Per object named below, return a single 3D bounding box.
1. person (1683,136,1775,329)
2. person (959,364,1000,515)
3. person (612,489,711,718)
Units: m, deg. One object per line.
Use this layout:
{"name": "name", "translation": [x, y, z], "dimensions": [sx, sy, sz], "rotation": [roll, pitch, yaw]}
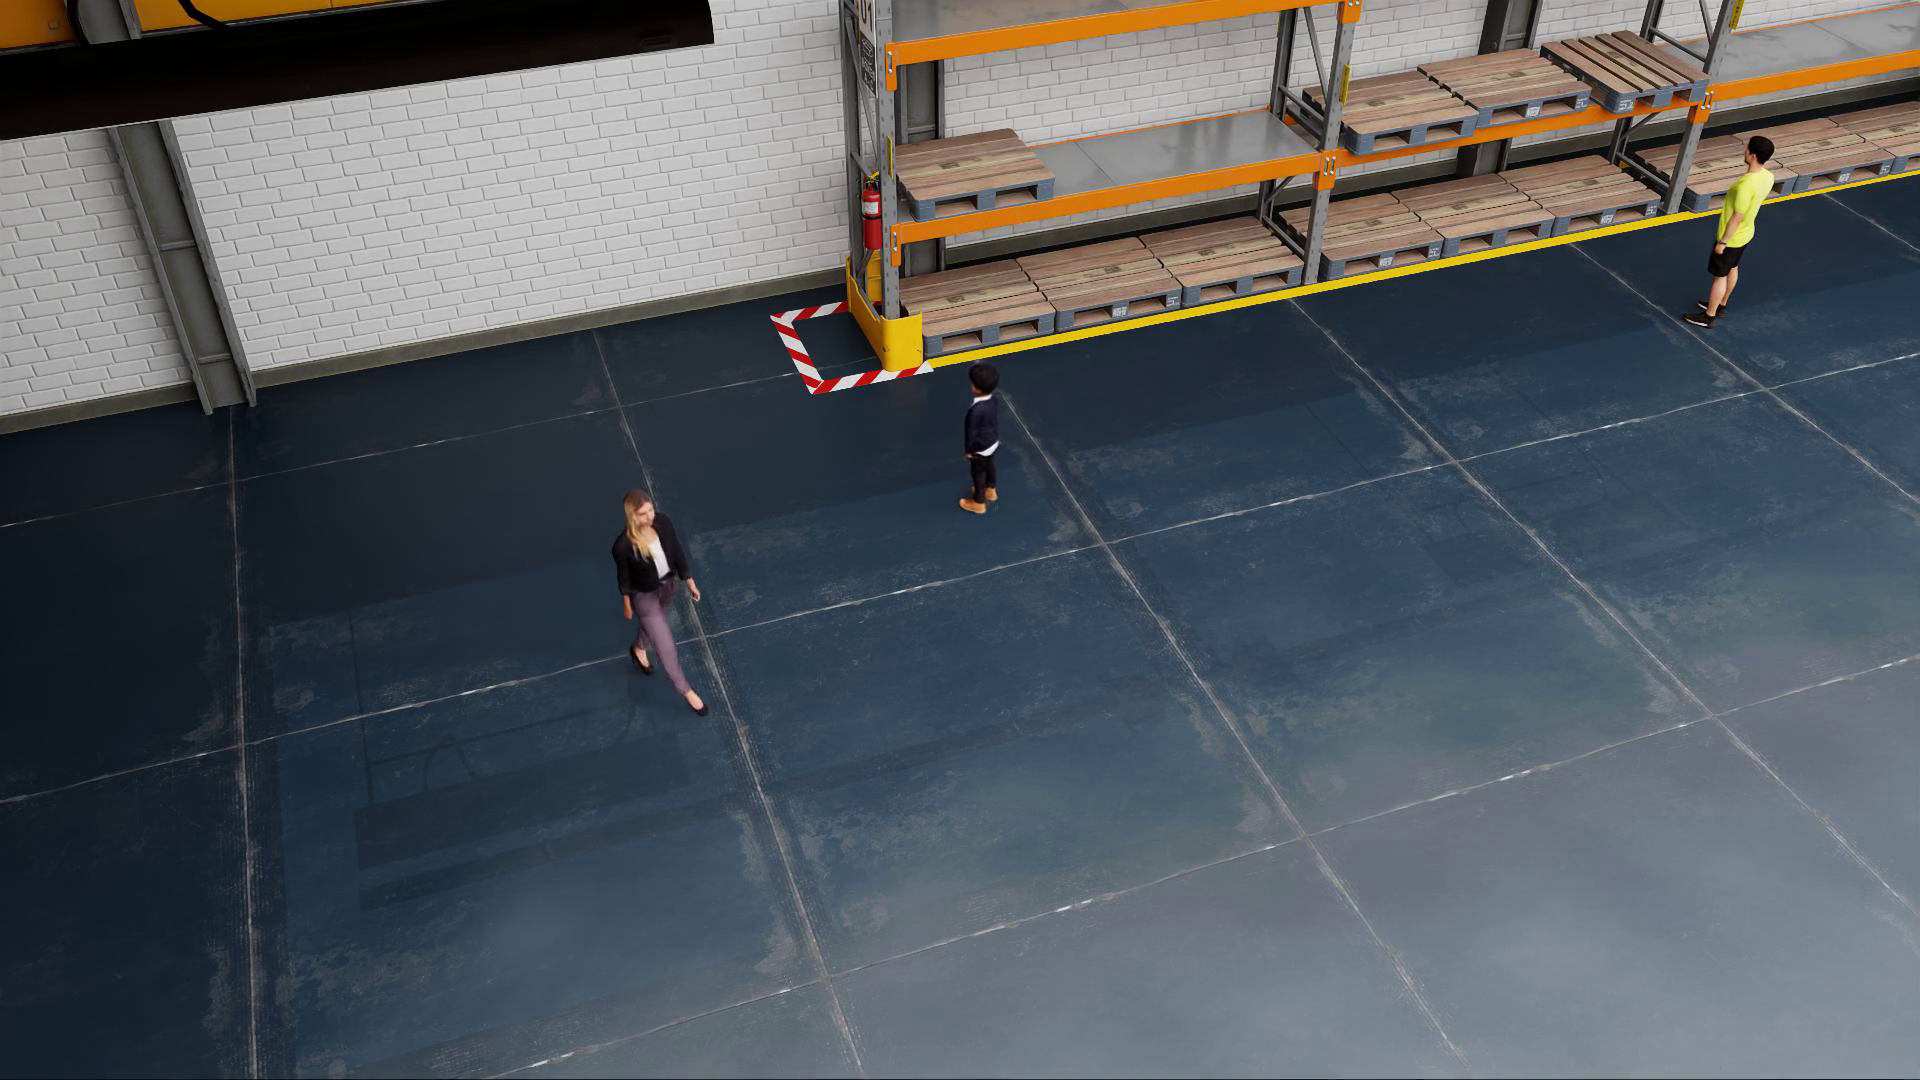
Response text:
{"name": "person", "translation": [6.611, -2.629, 14.165], "dimensions": [0.762, 1.709, 0.623], "rotation": [31, 48, 33]}
{"name": "person", "translation": [0.175, -0.753, 12.205], "dimensions": [0.645, 1.223, 0.573], "rotation": [20, 43, 23]}
{"name": "person", "translation": [-1.991, 0.327, 10.532], "dimensions": [1.011, 1.624, 1.070], "rotation": [27, 46, 29]}
